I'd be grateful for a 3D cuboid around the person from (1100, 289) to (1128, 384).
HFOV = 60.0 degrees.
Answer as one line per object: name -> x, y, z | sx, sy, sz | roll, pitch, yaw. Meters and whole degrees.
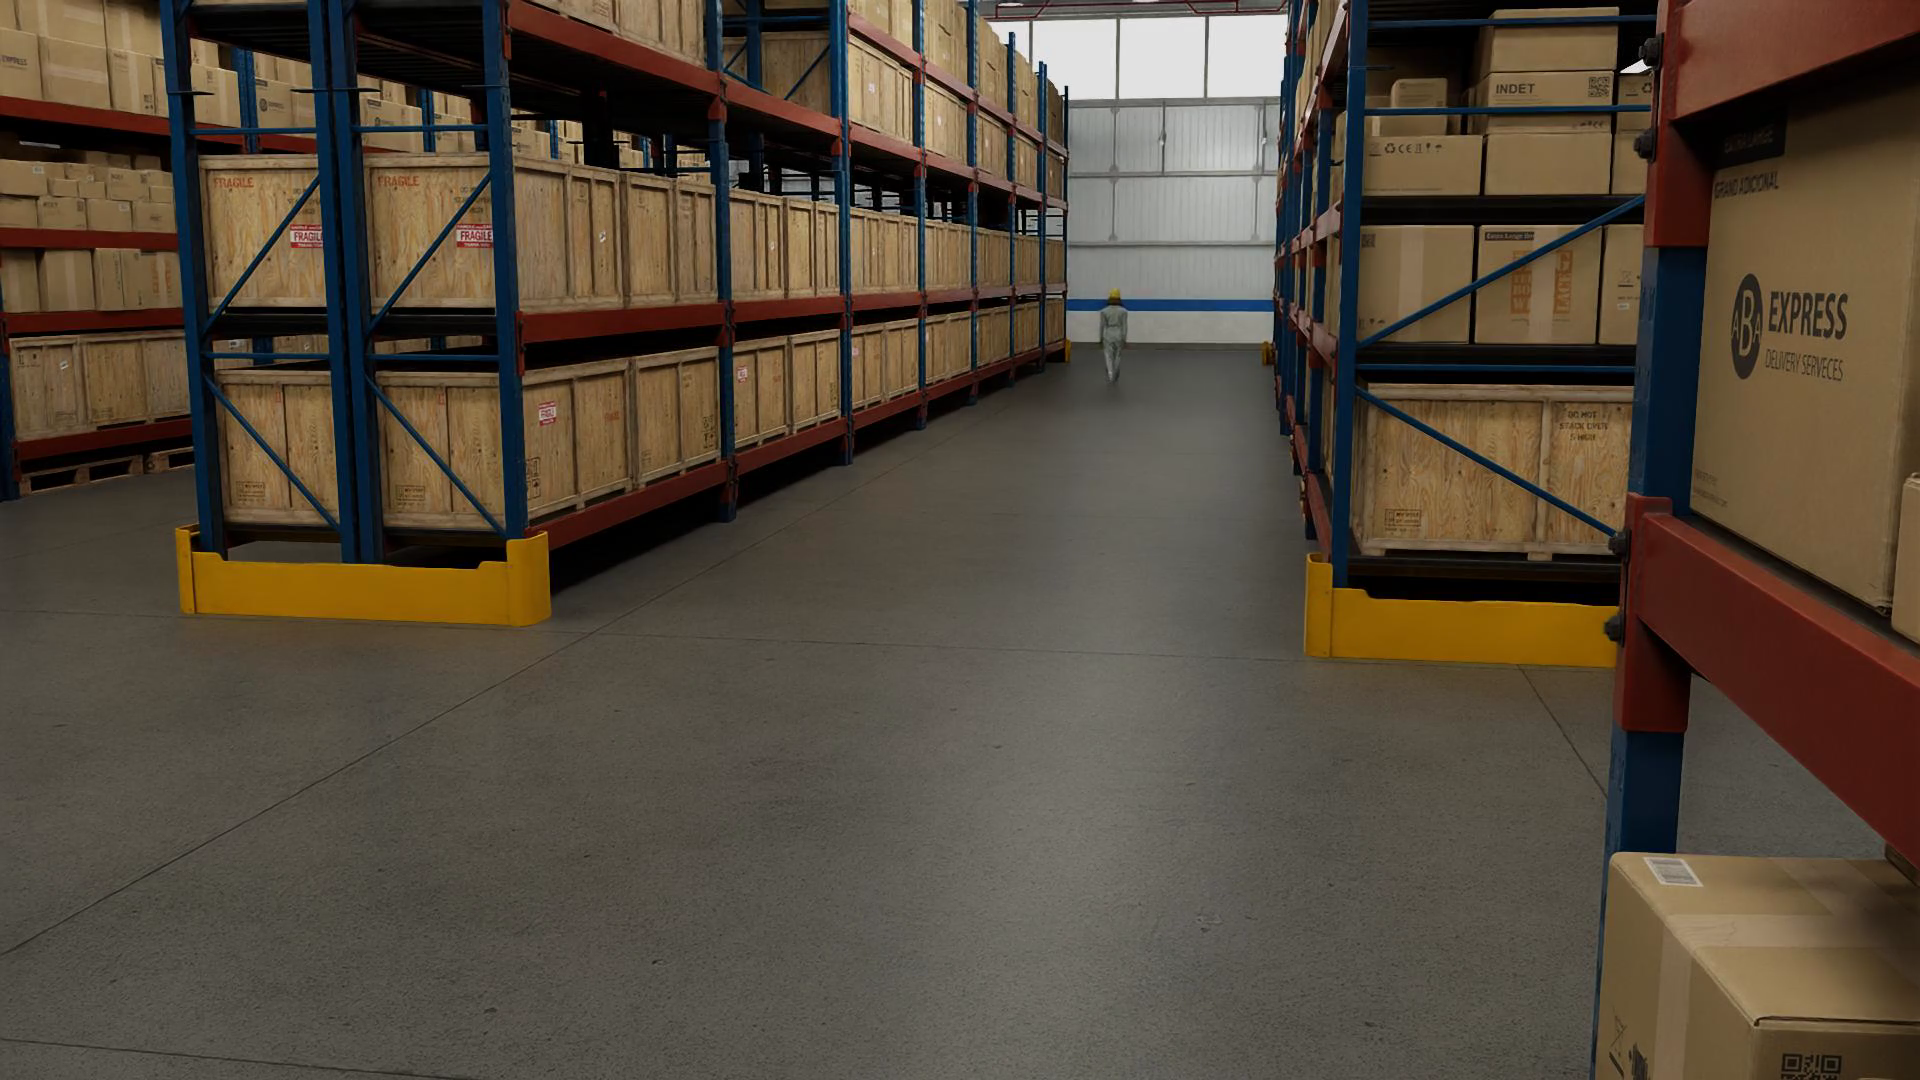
person -> 2.752, -3.626, 29.761 | 0.492, 1.719, 0.662 | 1, 9, 3
